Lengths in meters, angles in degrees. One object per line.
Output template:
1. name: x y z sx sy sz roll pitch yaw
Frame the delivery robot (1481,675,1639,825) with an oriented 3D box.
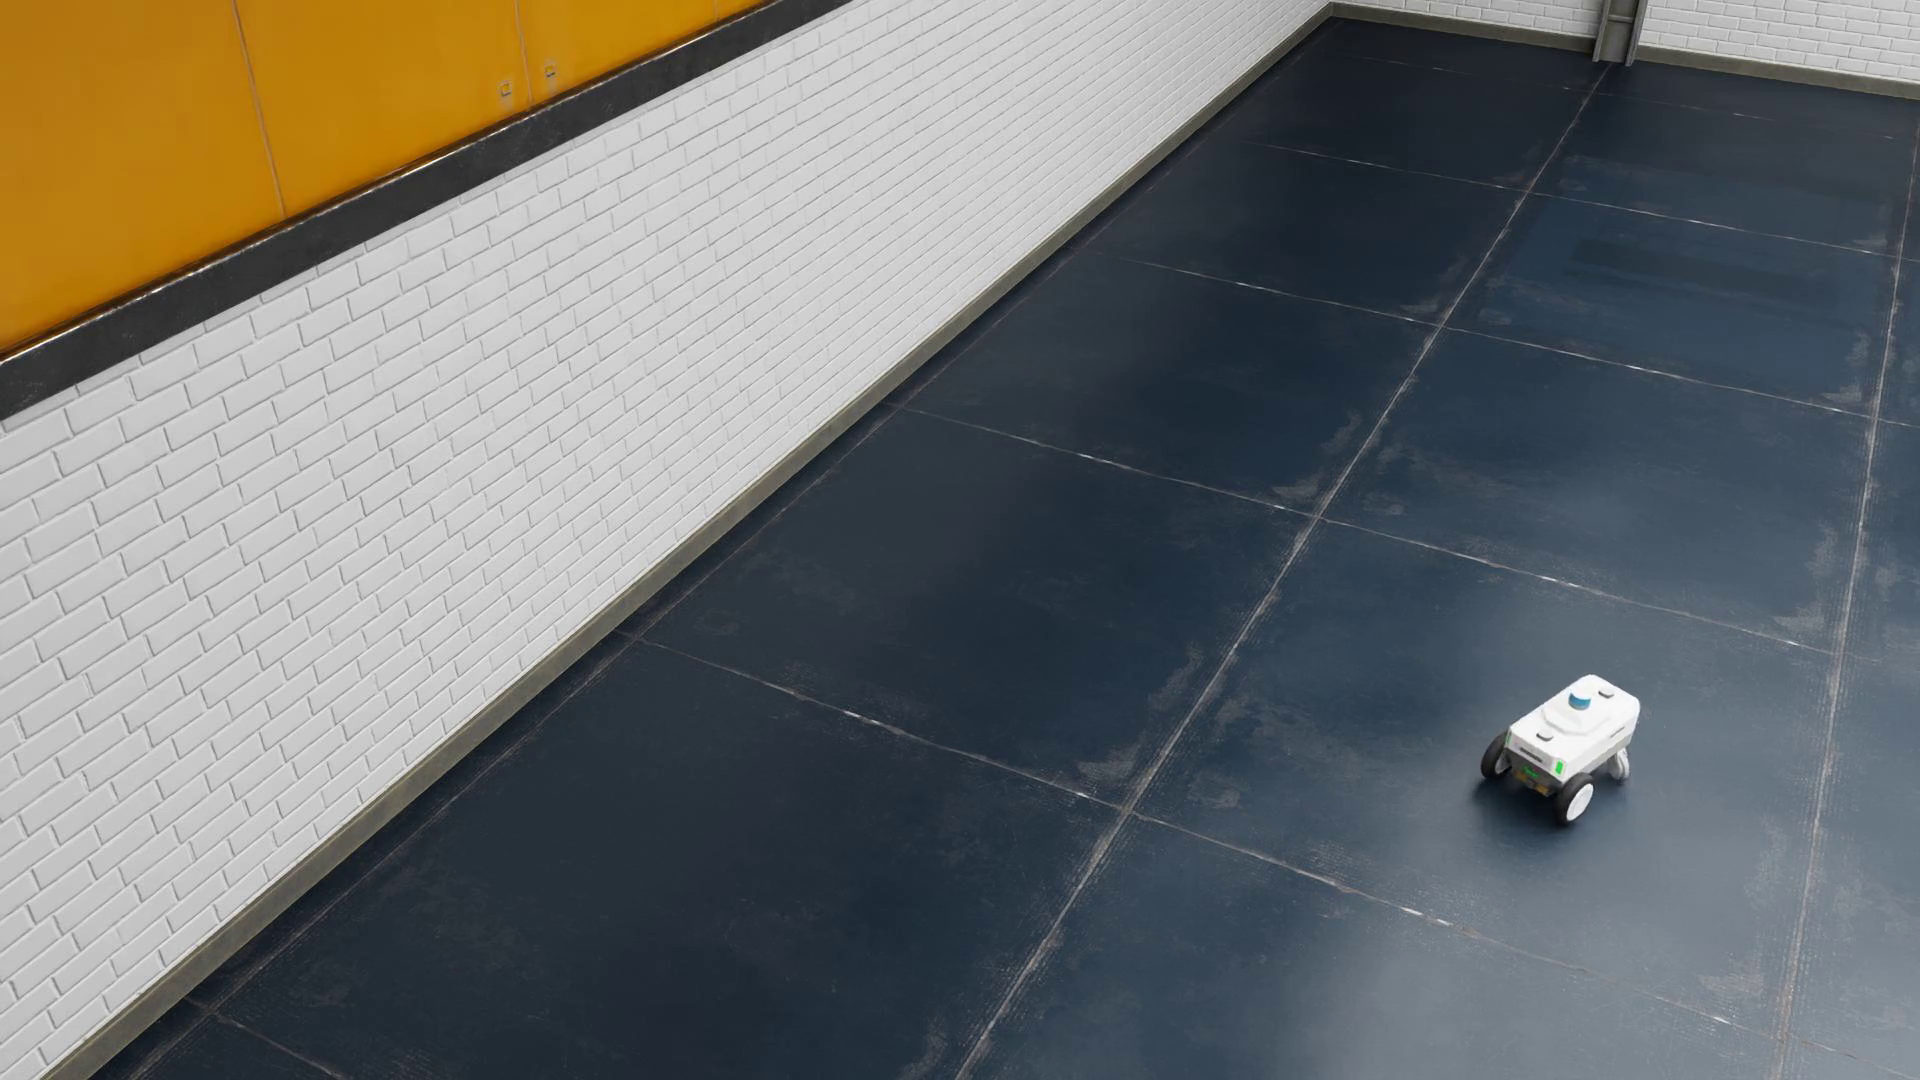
1. delivery robot: 3.014 0.995 8.232 0.757 0.585 0.521 -24 41 -32
